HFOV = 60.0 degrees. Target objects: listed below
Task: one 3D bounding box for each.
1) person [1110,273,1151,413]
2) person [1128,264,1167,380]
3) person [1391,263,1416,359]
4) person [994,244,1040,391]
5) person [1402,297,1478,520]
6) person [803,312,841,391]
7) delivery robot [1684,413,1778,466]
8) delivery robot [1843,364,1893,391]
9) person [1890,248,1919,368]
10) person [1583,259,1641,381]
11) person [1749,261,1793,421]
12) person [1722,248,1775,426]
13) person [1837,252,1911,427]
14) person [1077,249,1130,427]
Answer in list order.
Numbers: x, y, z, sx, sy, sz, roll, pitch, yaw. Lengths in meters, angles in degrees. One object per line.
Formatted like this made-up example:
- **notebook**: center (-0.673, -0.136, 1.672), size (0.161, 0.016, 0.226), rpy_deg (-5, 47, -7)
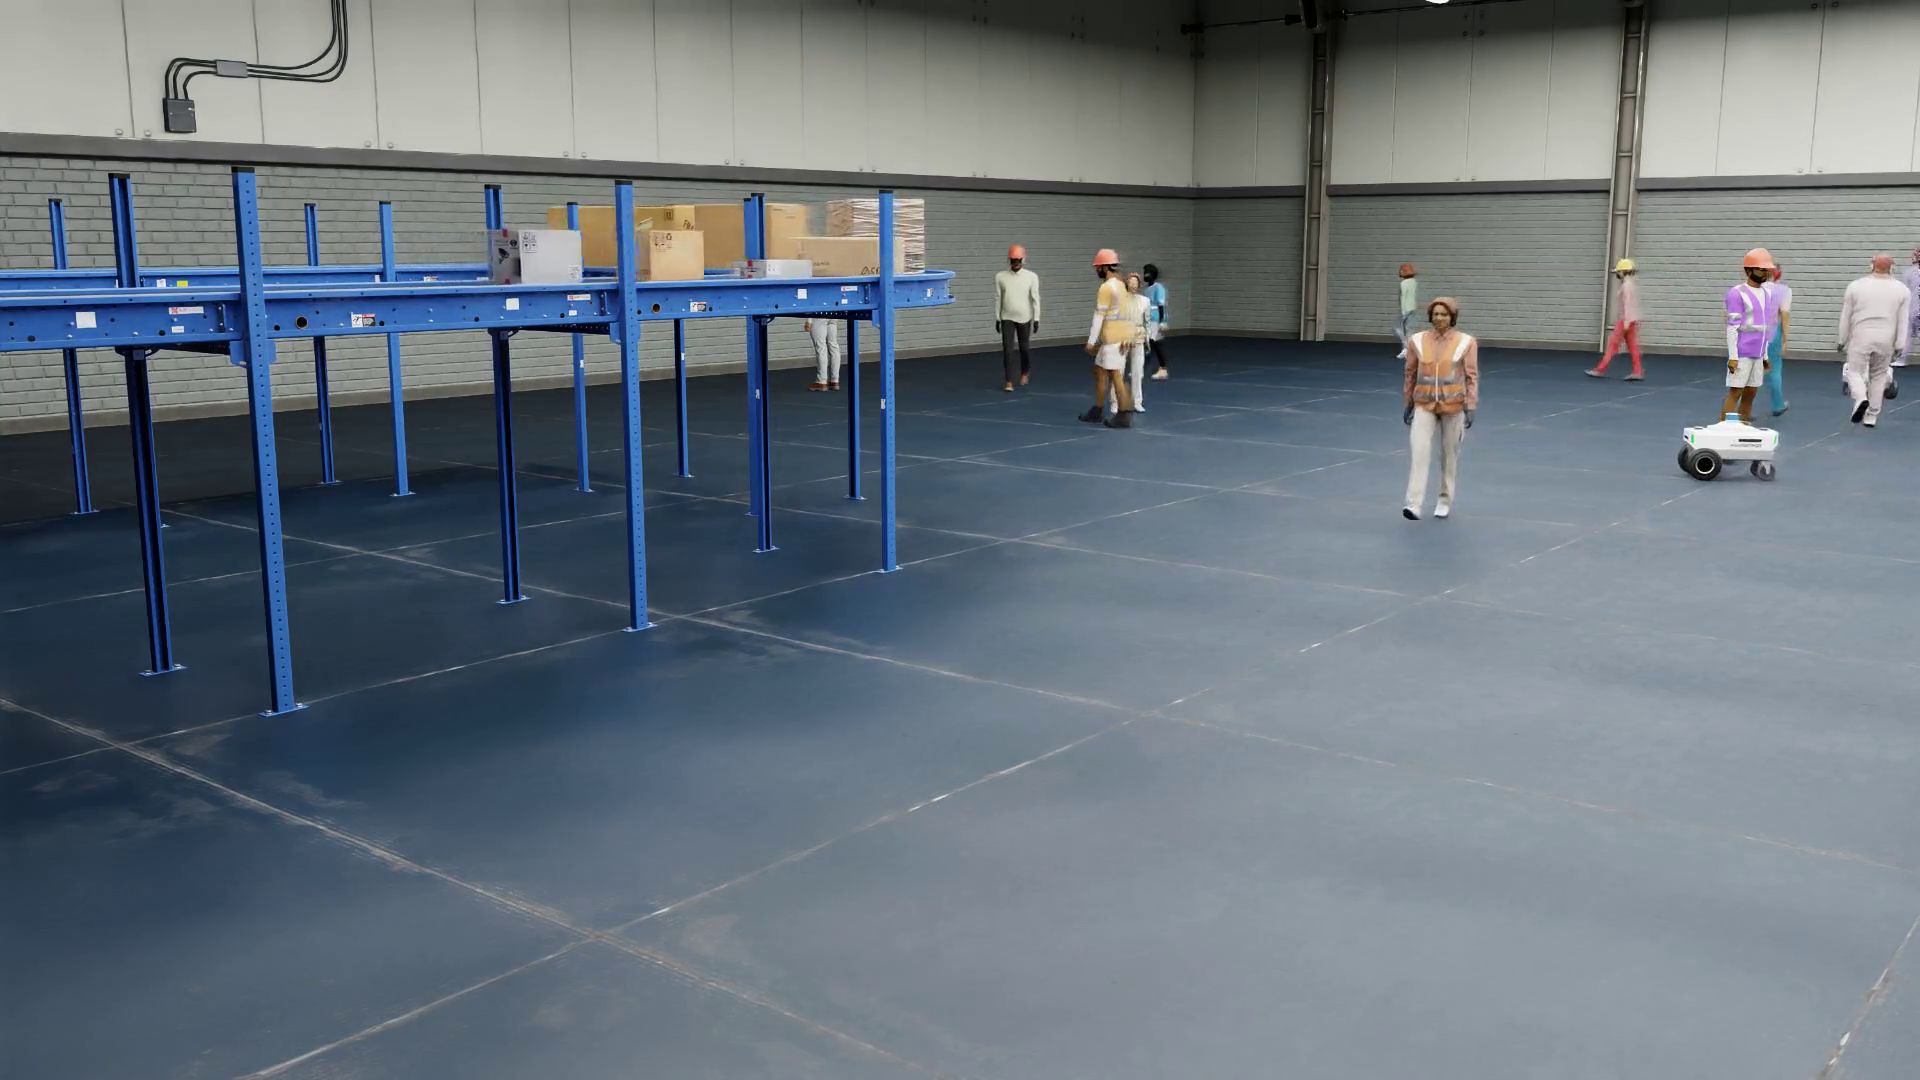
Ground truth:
- **person**: center (1.995, -2.311, 19.613), size (0.531, 1.652, 0.441), rpy_deg (-2, 10, -13)
- **person**: center (2.706, -3.149, 24.082), size (0.792, 1.657, 0.550), rpy_deg (-3, 11, -17)
- **person**: center (7.605, -3.921, 28.486), size (0.352, 1.619, 0.508), rpy_deg (10, 14, 44)
- **person**: center (0.783, -3.040, 22.674), size (0.627, 1.969, 0.858), rpy_deg (1, 10, 8)
- **person**: center (3.416, -0.923, 11.905), size (0.546, 1.594, 0.825), rpy_deg (5, 11, 26)
- **person**: center (-1.845, -2.984, 22.444), size (0.373, 1.934, 0.639), rpy_deg (8, 13, 39)
- **delivery robot**: center (6.595, -0.844, 14.237), size (0.707, 0.478, 0.477), rpy_deg (2, 10, 13)
- **delivery robot**: center (11.765, -2.162, 21.556), size (0.477, 0.478, 0.707), rpy_deg (1, 10, 3)
- **person**: center (15.155, -3.676, 26.378), size (0.670, 1.892, 0.631), rpy_deg (-1, 10, -7)
- **person**: center (9.449, -3.161, 23.945), size (0.850, 1.725, 0.553), rpy_deg (5, 12, 27)
- **person**: center (9.074, -2.240, 18.722), size (1.008, 1.779, 0.583), rpy_deg (-10, 14, -43)
- **person**: center (7.435, -1.763, 15.652), size (0.545, 1.938, 0.361), rpy_deg (-6, 12, -29)
- **person**: center (9.844, -2.148, 17.924), size (0.660, 1.885, 0.591), rpy_deg (3, 11, 18)
- **person**: center (1.526, -2.189, 18.070), size (0.781, 1.905, 0.567), rpy_deg (4, 11, 20)
